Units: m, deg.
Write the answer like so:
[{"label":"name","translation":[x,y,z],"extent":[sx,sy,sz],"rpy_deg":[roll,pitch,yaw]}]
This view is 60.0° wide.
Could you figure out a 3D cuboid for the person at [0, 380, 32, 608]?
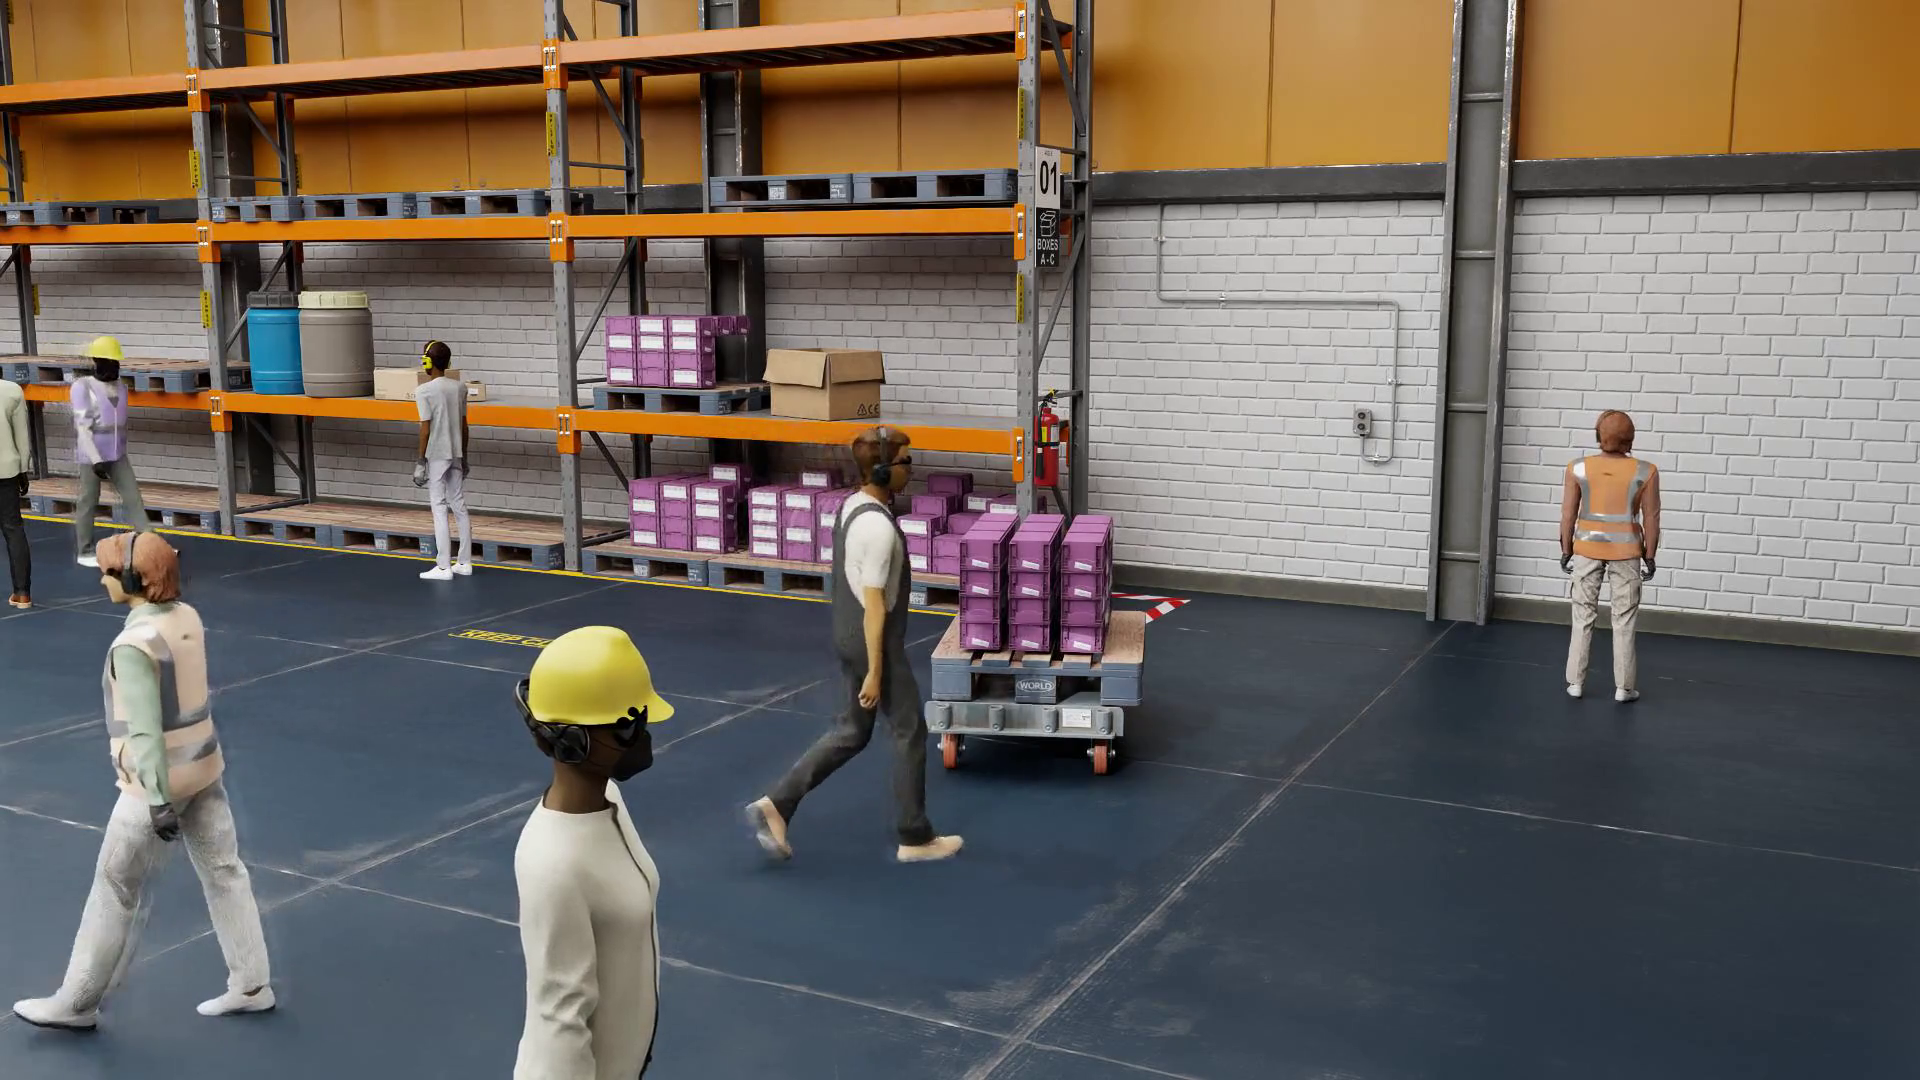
[{"label":"person","translation":[-6.871,-0.469,11.712],"extent":[0.389,1.986,0.608],"rpy_deg":[7,12,37]}]

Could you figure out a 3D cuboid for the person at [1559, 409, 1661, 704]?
[{"label":"person","translation":[3.617,0.096,9.285],"extent":[0.523,1.640,0.306],"rpy_deg":[5,10,27]}]

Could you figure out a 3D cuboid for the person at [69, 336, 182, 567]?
[{"label":"person","translation":[-6.805,-0.686,13.394],"extent":[0.974,1.876,0.597],"rpy_deg":[3,10,20]}]

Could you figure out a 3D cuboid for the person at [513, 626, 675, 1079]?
[{"label":"person","translation":[-0.676,1.029,3.148],"extent":[0.311,1.768,0.533],"rpy_deg":[-1,9,-4]}]

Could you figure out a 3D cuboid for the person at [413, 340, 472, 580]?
[{"label":"person","translation":[-4.055,-0.622,13.010],"extent":[0.329,1.872,0.511],"rpy_deg":[5,11,29]}]

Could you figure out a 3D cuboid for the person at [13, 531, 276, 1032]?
[{"label":"person","translation":[-2.606,0.768,5.265],"extent":[0.819,1.604,0.521],"rpy_deg":[0,9,1]}]

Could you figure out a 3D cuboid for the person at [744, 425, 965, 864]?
[{"label":"person","translation":[-0.416,0.441,6.649],"extent":[0.824,1.815,0.515],"rpy_deg":[-4,10,-22]}]
